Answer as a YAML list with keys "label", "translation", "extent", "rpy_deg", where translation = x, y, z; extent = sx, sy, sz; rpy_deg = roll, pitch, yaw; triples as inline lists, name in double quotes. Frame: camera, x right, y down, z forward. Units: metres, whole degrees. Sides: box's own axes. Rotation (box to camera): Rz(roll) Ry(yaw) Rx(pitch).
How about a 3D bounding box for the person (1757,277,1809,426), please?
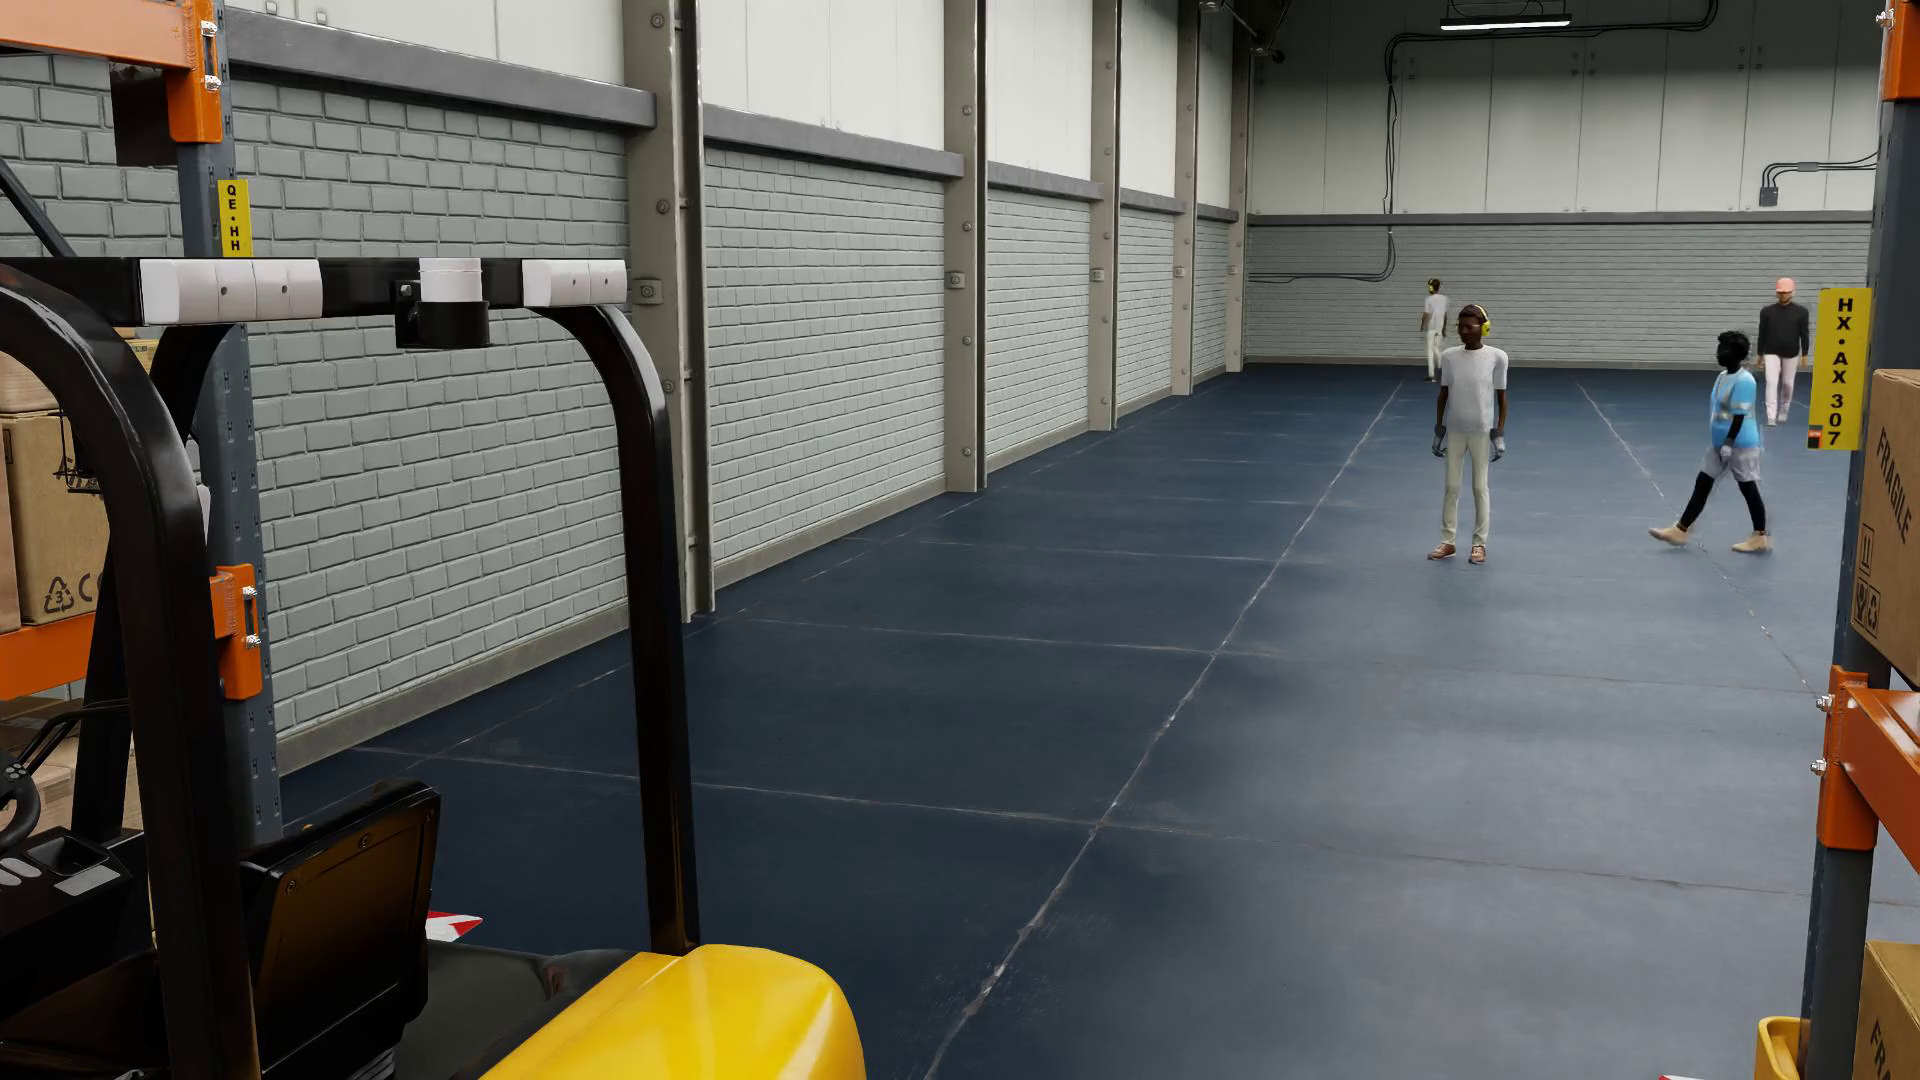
- label: "person"
  translation: [10.927, -2.504, 22.098]
  extent: [0.623, 1.963, 0.920]
  rpy_deg: [5, 11, 28]

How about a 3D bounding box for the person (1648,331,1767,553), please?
- label: "person"
  translation: [5.642, -0.720, 12.352]
  extent: [0.856, 1.645, 0.555]
  rpy_deg: [1, 10, 3]

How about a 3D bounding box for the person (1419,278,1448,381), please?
- label: "person"
  translation: [8.544, -3.782, 30.017]
  extent: [0.562, 1.855, 0.399]
  rpy_deg: [-4, 10, -23]

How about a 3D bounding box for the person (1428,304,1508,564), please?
- label: "person"
  translation: [3.674, -0.762, 12.004]
  extent: [0.533, 1.864, 0.311]
  rpy_deg: [7, 12, 35]
